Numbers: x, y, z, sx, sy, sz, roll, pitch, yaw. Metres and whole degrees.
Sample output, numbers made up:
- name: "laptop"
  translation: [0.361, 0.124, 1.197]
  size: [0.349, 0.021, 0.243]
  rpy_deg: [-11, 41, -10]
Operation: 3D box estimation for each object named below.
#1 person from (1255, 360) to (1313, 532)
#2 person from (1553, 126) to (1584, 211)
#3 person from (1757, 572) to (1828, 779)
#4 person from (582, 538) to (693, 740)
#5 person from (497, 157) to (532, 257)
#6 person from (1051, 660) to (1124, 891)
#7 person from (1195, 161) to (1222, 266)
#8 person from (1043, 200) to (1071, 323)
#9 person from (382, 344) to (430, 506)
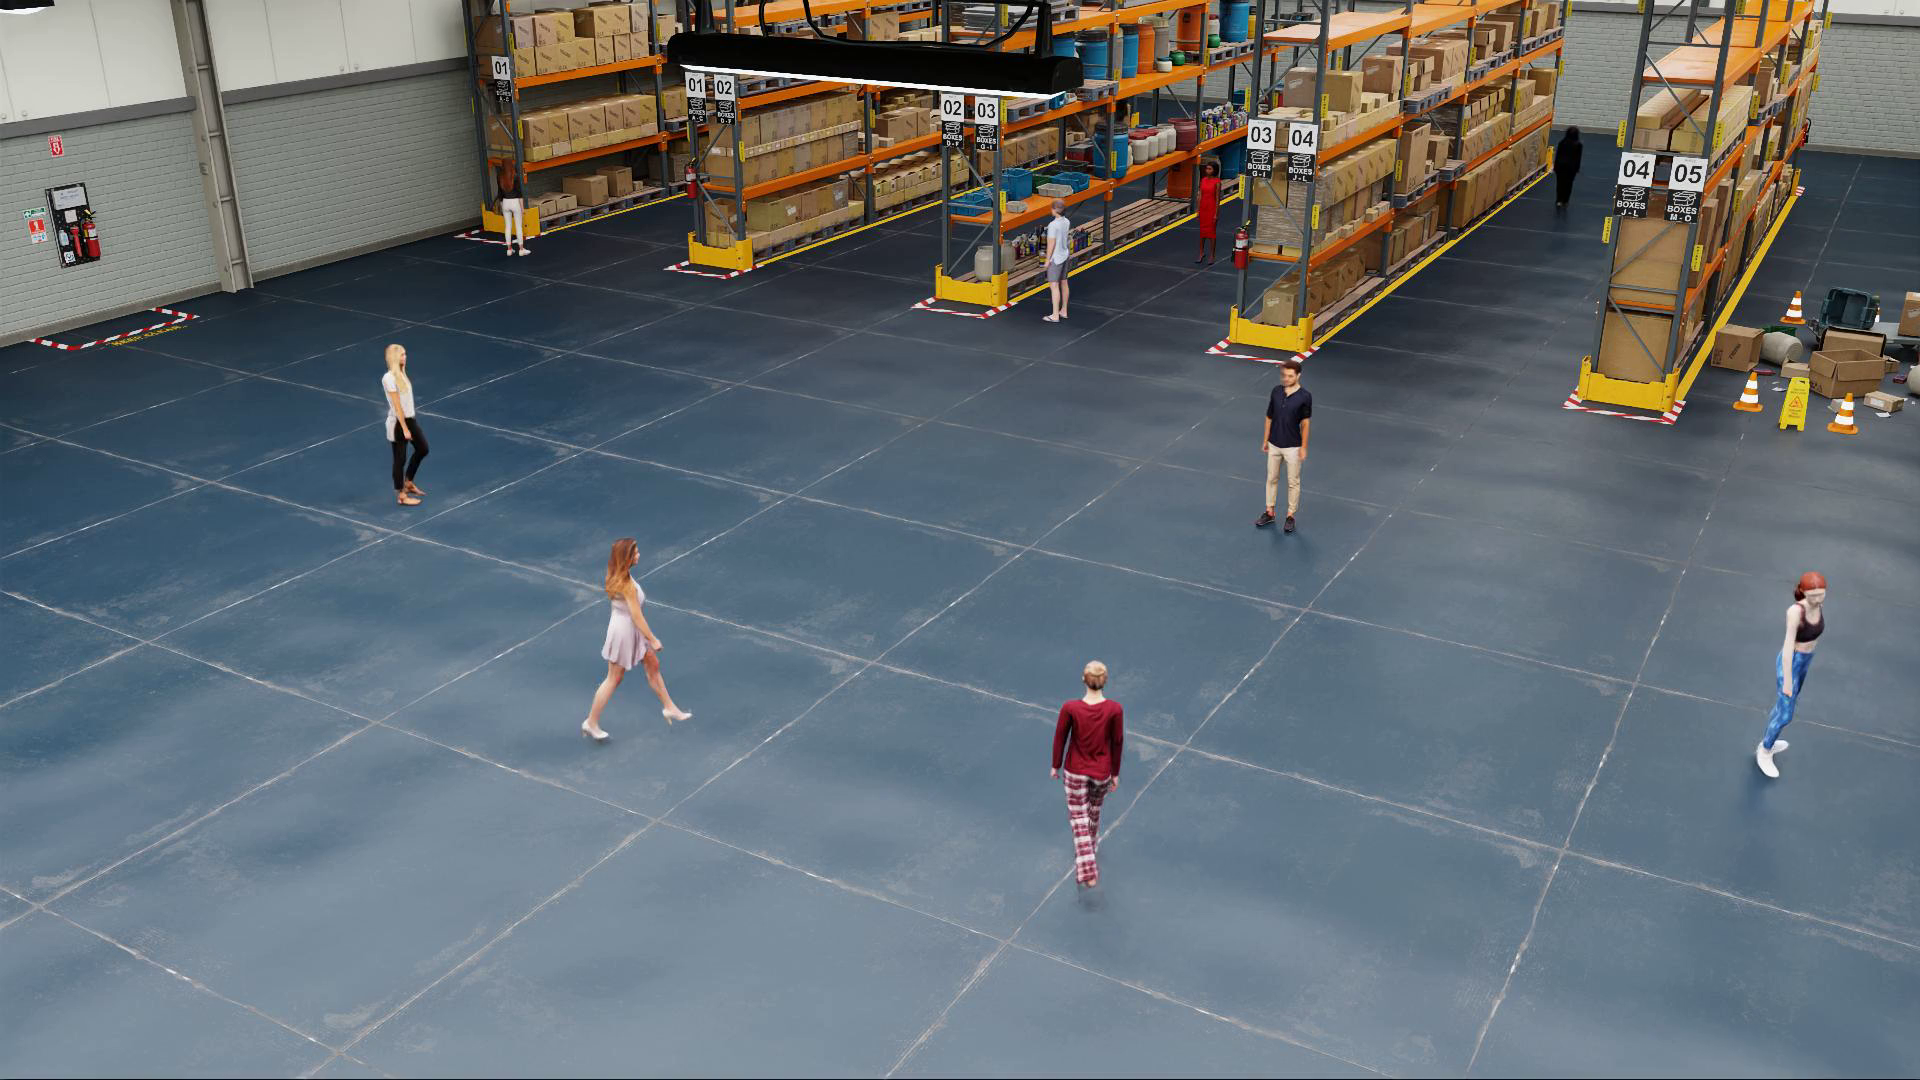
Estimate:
- name: "person"
  translation: [3.432, -1.014, 17.512]
  size: [0.647, 1.850, 0.527]
  rpy_deg: [14, 27, 30]
- name: "person"
  translation: [11.821, -7.219, 32.449]
  size: [0.774, 1.581, 1.143]
  rpy_deg: [8, 24, 17]
- name: "person"
  translation: [6.437, 1.005, 12.884]
  size: [0.909, 1.757, 0.660]
  rpy_deg: [17, 28, 35]
- name: "person"
  translation: [-2.753, 0.850, 13.307]
  size: [1.129, 1.712, 1.039]
  rpy_deg: [-7, 24, -16]
- name: "person"
  translation: [-7.819, -5.819, 28.999]
  size: [0.651, 1.704, 0.622]
  rpy_deg: [5, 23, 10]
- name: "person"
  translation: [0.894, 1.640, 11.514]
  size: [0.979, 1.661, 1.123]
  rpy_deg: [-2, 23, -5]
- name: "person"
  translation: [4.255, -5.591, 28.414]
  size: [0.599, 1.743, 0.543]
  rpy_deg: [18, 29, 36]
- name: "person"
  translation: [1.488, -4.227, 25.092]
  size: [0.732, 1.832, 0.532]
  rpy_deg: [16, 28, 34]
- name: "person"
  translation: [-6.172, -1.235, 18.076]
  size: [0.795, 1.816, 0.705]
  rpy_deg: [0, 23, 1]
